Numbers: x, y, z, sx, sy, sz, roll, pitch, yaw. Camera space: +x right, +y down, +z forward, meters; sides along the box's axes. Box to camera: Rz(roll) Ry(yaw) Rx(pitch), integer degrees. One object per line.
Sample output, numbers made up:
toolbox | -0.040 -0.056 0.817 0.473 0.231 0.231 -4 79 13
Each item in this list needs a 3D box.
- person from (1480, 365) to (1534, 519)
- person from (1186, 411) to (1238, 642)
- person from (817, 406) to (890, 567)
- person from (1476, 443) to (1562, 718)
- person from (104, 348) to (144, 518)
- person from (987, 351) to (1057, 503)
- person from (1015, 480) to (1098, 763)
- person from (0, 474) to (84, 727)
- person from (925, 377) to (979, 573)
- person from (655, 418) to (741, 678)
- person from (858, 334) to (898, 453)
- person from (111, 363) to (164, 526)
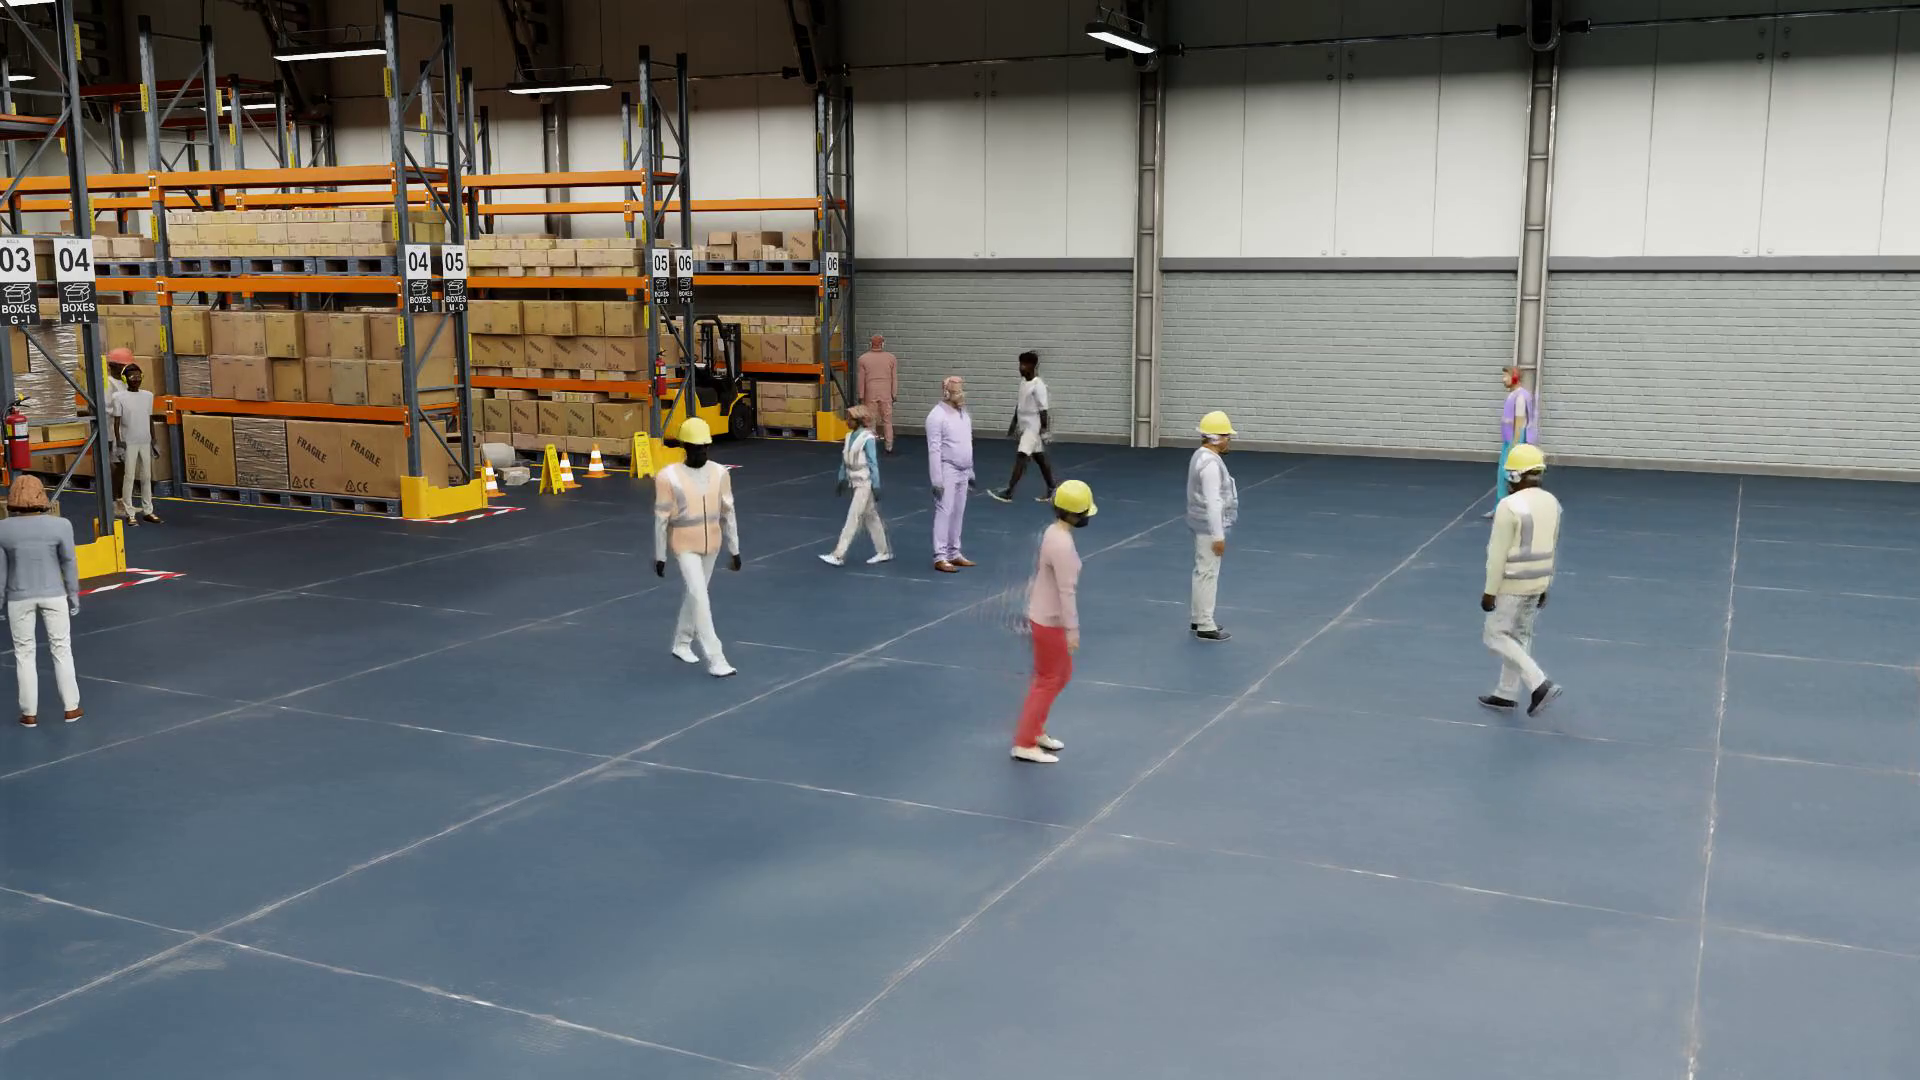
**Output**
person | 6.483 -1.129 19.465 0.601 1.829 0.623 1 9 6
person | 2.005 -0.111 13.234 0.404 1.833 0.592 0 9 0
person | -1.053 -0.525 16.491 0.869 1.589 0.536 -5 10 -27
person | 3.684 0.280 10.872 0.607 1.818 0.611 -7 12 -37
person | -9.974 -1.272 19.779 0.436 2.029 0.632 -1 9 -4
person | 0.814 -1.418 20.983 1.007 1.909 0.612 -2 10 -13
person | 0.559 0.489 9.865 0.505 1.726 0.541 0 9 0
person | -5.972 0.392 10.752 0.501 1.632 0.280 -5 10 -27
person | -0.054 -0.646 16.329 0.394 1.900 0.707 5 11 30
person | -1.903 0.039 12.181 0.604 1.871 0.980 -8 12 -39
person | -1.321 -2.330 26.606 0.642 1.909 0.399 -1 9 -8
person | -9.484 -1.099 19.174 0.328 1.872 0.510 6 11 32
